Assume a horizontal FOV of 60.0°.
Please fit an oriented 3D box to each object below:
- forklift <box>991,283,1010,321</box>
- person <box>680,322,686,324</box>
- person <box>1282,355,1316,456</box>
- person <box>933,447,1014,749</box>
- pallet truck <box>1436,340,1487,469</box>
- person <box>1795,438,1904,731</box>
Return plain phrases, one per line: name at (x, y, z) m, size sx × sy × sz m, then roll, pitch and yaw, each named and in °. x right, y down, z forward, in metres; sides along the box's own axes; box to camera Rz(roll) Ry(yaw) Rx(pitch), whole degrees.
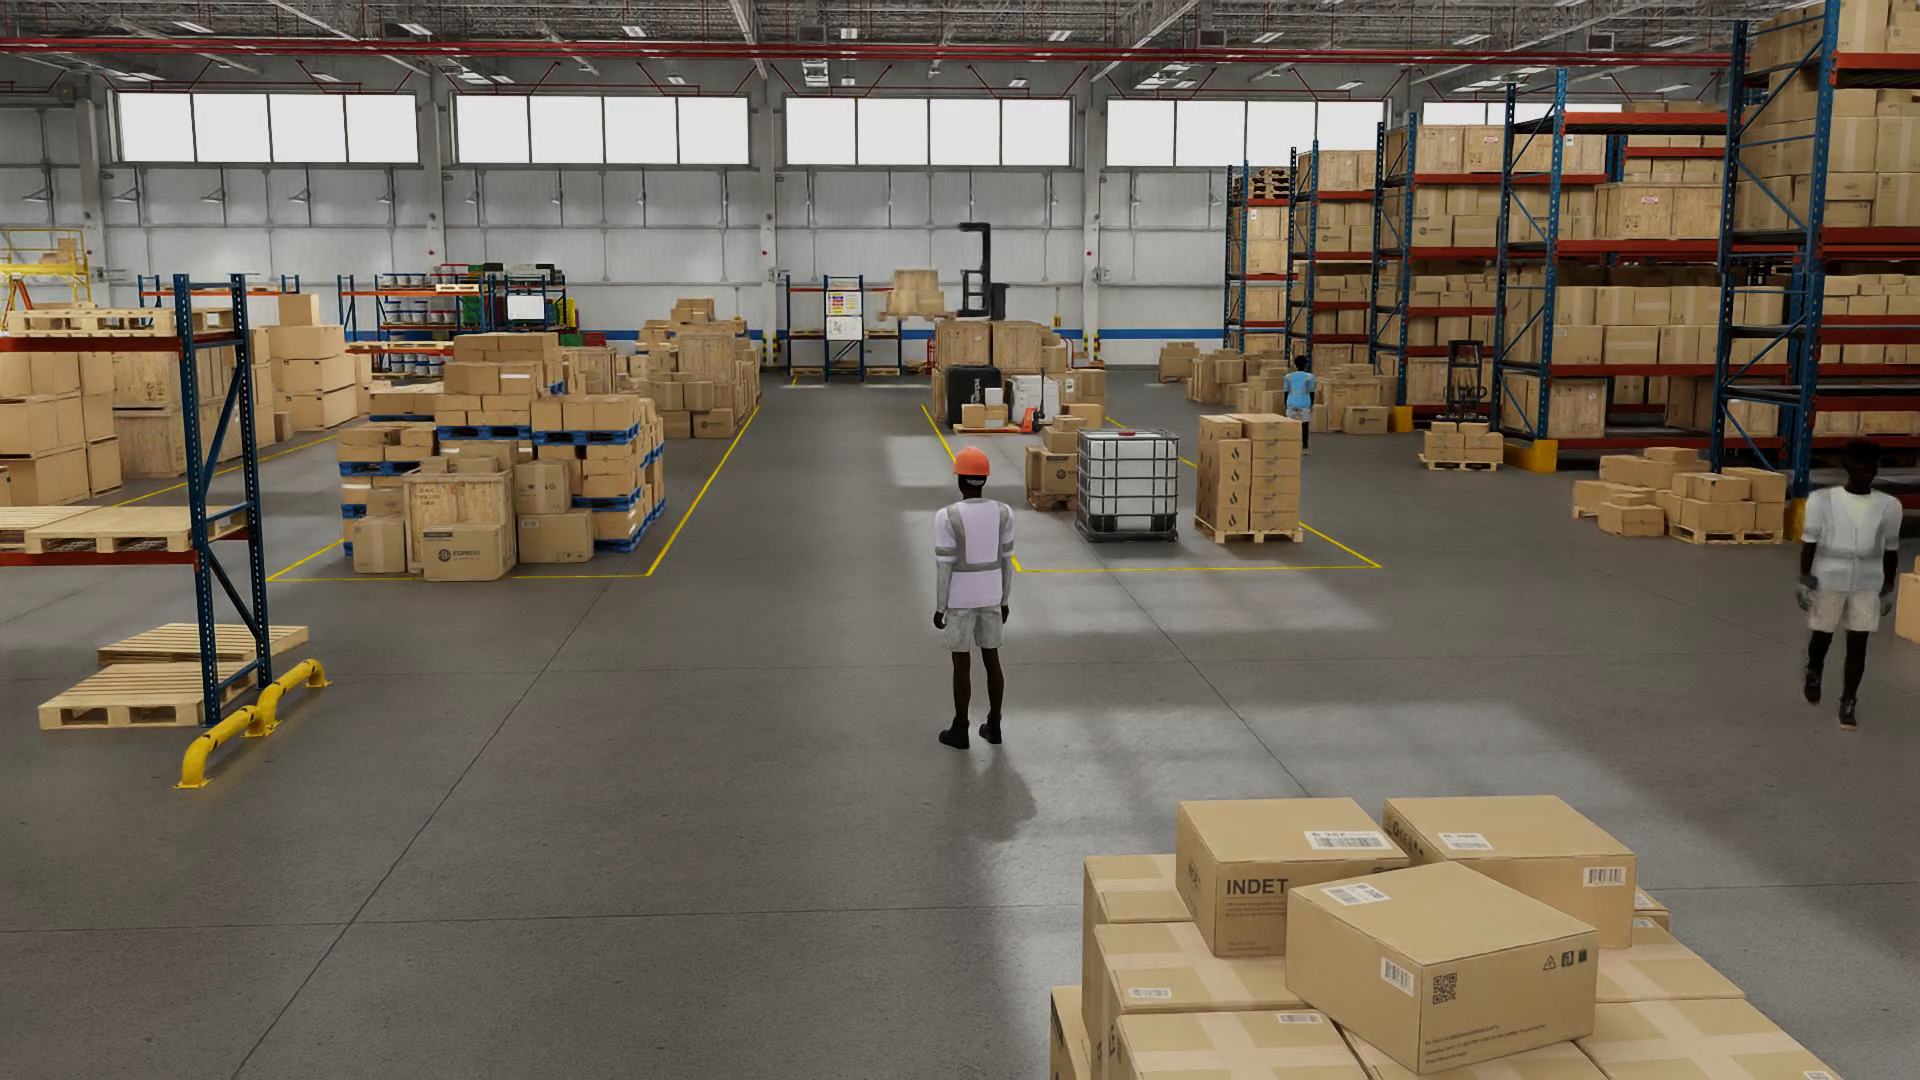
forklift at (0.989, -5.122, 42.194) m, size 1.873 × 2.768 × 1.129 m, roll -1°, pitch 9°, yaw -4°
person at (-6.832, -4.441, 41.111) m, size 0.959 × 1.869 × 0.591 m, roll -3°, pitch 9°, yaw -17°
person at (5.675, -2.244, 27.872) m, size 0.577 × 1.688 × 0.334 m, roll 4°, pitch 10°, yaw 25°
person at (0.074, 0.370, 10.660) m, size 0.547 × 1.938 × 0.359 m, roll -5°, pitch 10°, yaw -26°
pallet truck at (8.004, -2.170, 26.422) m, size 0.823 × 1.965 × 1.885 m, roll 2°, pitch 9°, yaw 14°
person at (5.968, 0.275, 11.204) m, size 0.631 × 1.954 × 0.628 m, roll 3°, pitch 10°, yaw 18°
